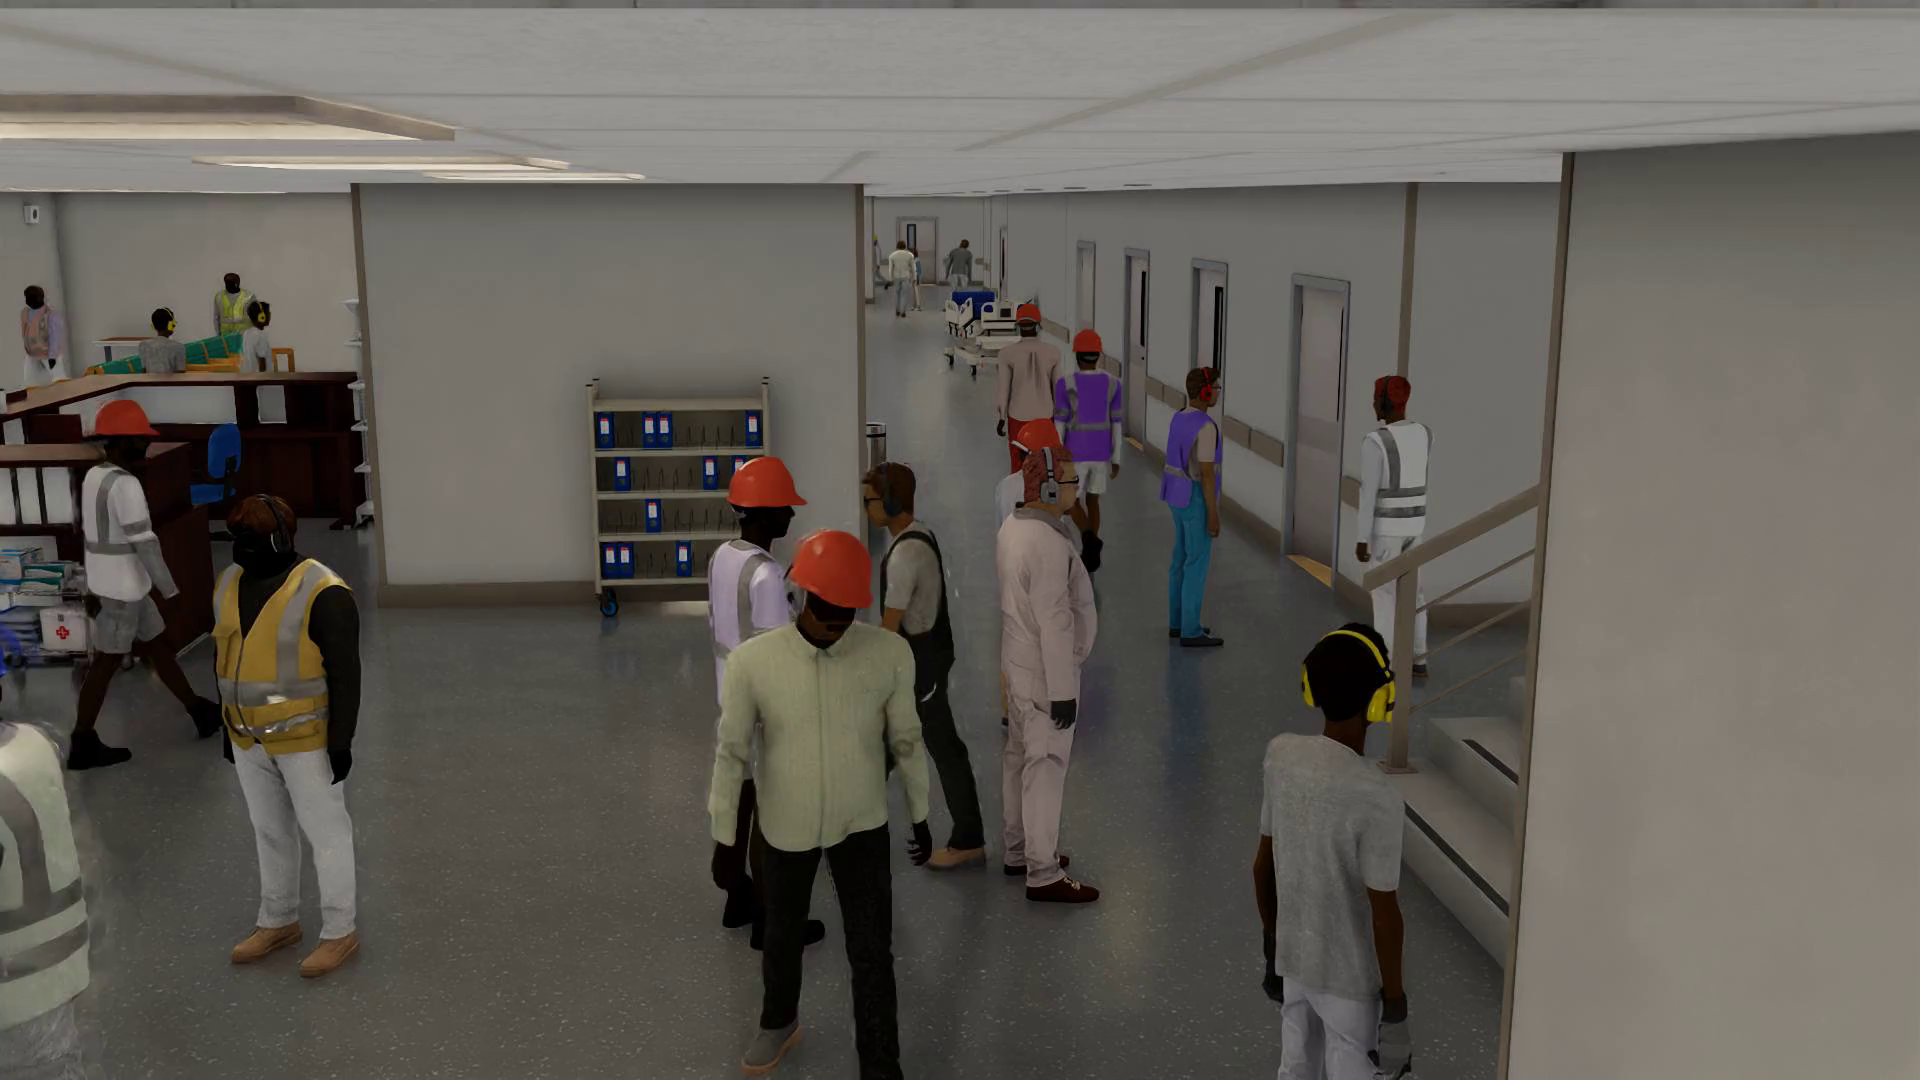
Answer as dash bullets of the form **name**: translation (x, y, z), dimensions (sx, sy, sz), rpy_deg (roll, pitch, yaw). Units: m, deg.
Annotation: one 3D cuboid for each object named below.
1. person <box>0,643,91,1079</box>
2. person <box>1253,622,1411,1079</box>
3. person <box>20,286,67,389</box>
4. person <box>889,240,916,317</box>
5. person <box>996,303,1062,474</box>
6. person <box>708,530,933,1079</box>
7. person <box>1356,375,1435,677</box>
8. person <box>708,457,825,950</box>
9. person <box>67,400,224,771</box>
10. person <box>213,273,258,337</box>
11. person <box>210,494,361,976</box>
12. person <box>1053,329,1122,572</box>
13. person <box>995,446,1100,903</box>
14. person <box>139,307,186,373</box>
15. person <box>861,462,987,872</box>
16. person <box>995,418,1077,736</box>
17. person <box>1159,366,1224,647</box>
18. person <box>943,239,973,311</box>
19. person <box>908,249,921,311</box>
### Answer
- **person**: translation (-2.543, 1.125, 4.180), dimensions (0.937, 1.905, 0.639), rpy_deg (-3, 12, -16)
- **person**: translation (0.968, 1.124, 4.275), dimensions (0.316, 1.874, 0.532), rpy_deg (-6, 13, -28)
- **person**: translation (-12.065, -2.413, 21.757), dimensions (0.662, 1.791, 0.954), rpy_deg (4, 12, 19)
- **person**: translation (-1.431, -6.555, 41.745), dimensions (0.655, 1.903, 0.913), rpy_deg (1, 12, 7)
- **person**: translation (0.617, -1.123, 14.966), dimensions (0.613, 1.991, 0.392), rpy_deg (-3, 12, -14)
- **person**: translation (-0.429, 0.903, 5.217), dimensions (0.714, 1.917, 1.034), rpy_deg (-2, 12, -10)
- **person**: translation (2.629, -0.064, 10.105), dimensions (0.589, 1.874, 0.362), rpy_deg (-8, 14, -33)
- **person**: translation (-0.763, 0.633, 6.520), dimensions (0.359, 1.936, 0.552), rpy_deg (-7, 14, -31)
- **person**: translation (-4.256, 0.215, 8.672), dimensions (0.988, 1.884, 0.550), rpy_deg (-9, 15, -37)
- **person**: translation (-10.798, -3.064, 24.839), dimensions (0.633, 1.837, 0.428), rpy_deg (-2, 12, -11)
- **person**: translation (-2.551, 0.733, 6.274), dimensions (0.629, 1.842, 0.429), rpy_deg (5, 13, 22)
- **person**: translation (1.017, -0.672, 12.943), dimensions (0.547, 1.919, 0.724), rpy_deg (-3, 12, -15)
- **person**: translation (0.371, 0.555, 6.979), dimensions (0.407, 1.910, 0.638), rpy_deg (-3, 12, -14)
- **person**: translation (-7.864, -1.367, 16.506), dimensions (0.499, 1.861, 0.331), rpy_deg (1, 12, 7)
- **person**: translation (-0.324, 0.558, 7.189), dimensions (0.937, 1.797, 0.525), rpy_deg (0, 12, -1)
- **person**: translation (0.413, 0.209, 9.044), dimensions (0.330, 1.751, 0.564), rpy_deg (-7, 14, -32)
- **person**: translation (1.524, -0.218, 10.937), dimensions (0.390, 1.839, 0.561), rpy_deg (-3, 12, -13)
- **person**: translation (-0.064, -6.935, 43.646), dimensions (0.793, 1.900, 0.382), rpy_deg (1, 12, 7)
- **person**: translation (-1.194, -6.852, 43.837), dimensions (0.310, 1.636, 0.523), rpy_deg (-6, 13, -28)
